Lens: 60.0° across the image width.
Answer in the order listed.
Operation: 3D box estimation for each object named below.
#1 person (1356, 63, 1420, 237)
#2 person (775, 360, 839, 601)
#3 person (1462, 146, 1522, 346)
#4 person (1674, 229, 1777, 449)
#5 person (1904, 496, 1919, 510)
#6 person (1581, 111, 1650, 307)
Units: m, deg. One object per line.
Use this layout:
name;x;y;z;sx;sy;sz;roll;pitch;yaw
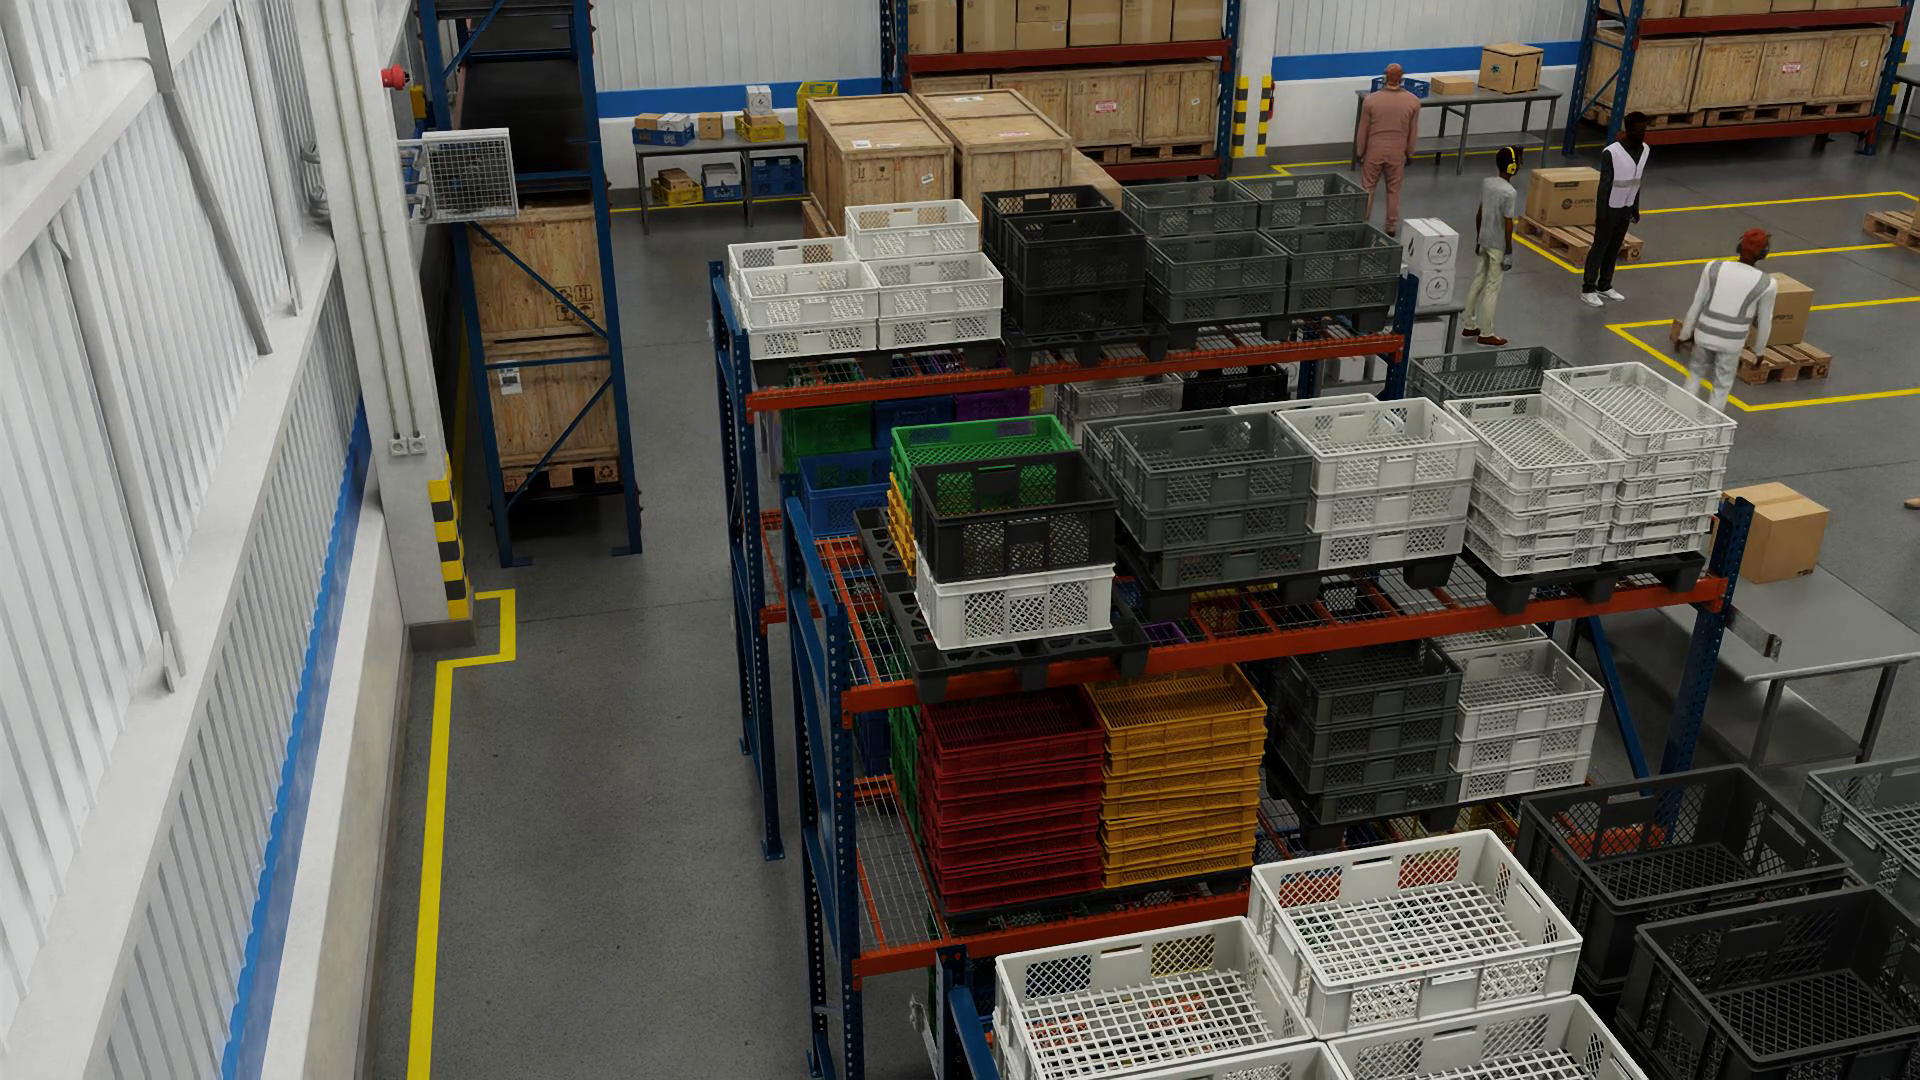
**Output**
person;4.723;-4.329;18.505;0.649;1.899;0.399;3;28;5
person;-0.949;-0.484;11.180;0.552;1.923;0.645;-15;31;-27
person;4.996;-2.742;15.516;0.329;1.872;0.510;-10;29;-18
person;6.083;-1.576;13.306;0.647;1.875;0.640;22;35;35
person;7.411;-0.916;12.235;0.321;1.697;0.530;-2;28;-3
person;6.527;-3.303;16.530;0.587;1.920;0.392;-16;32;-27
